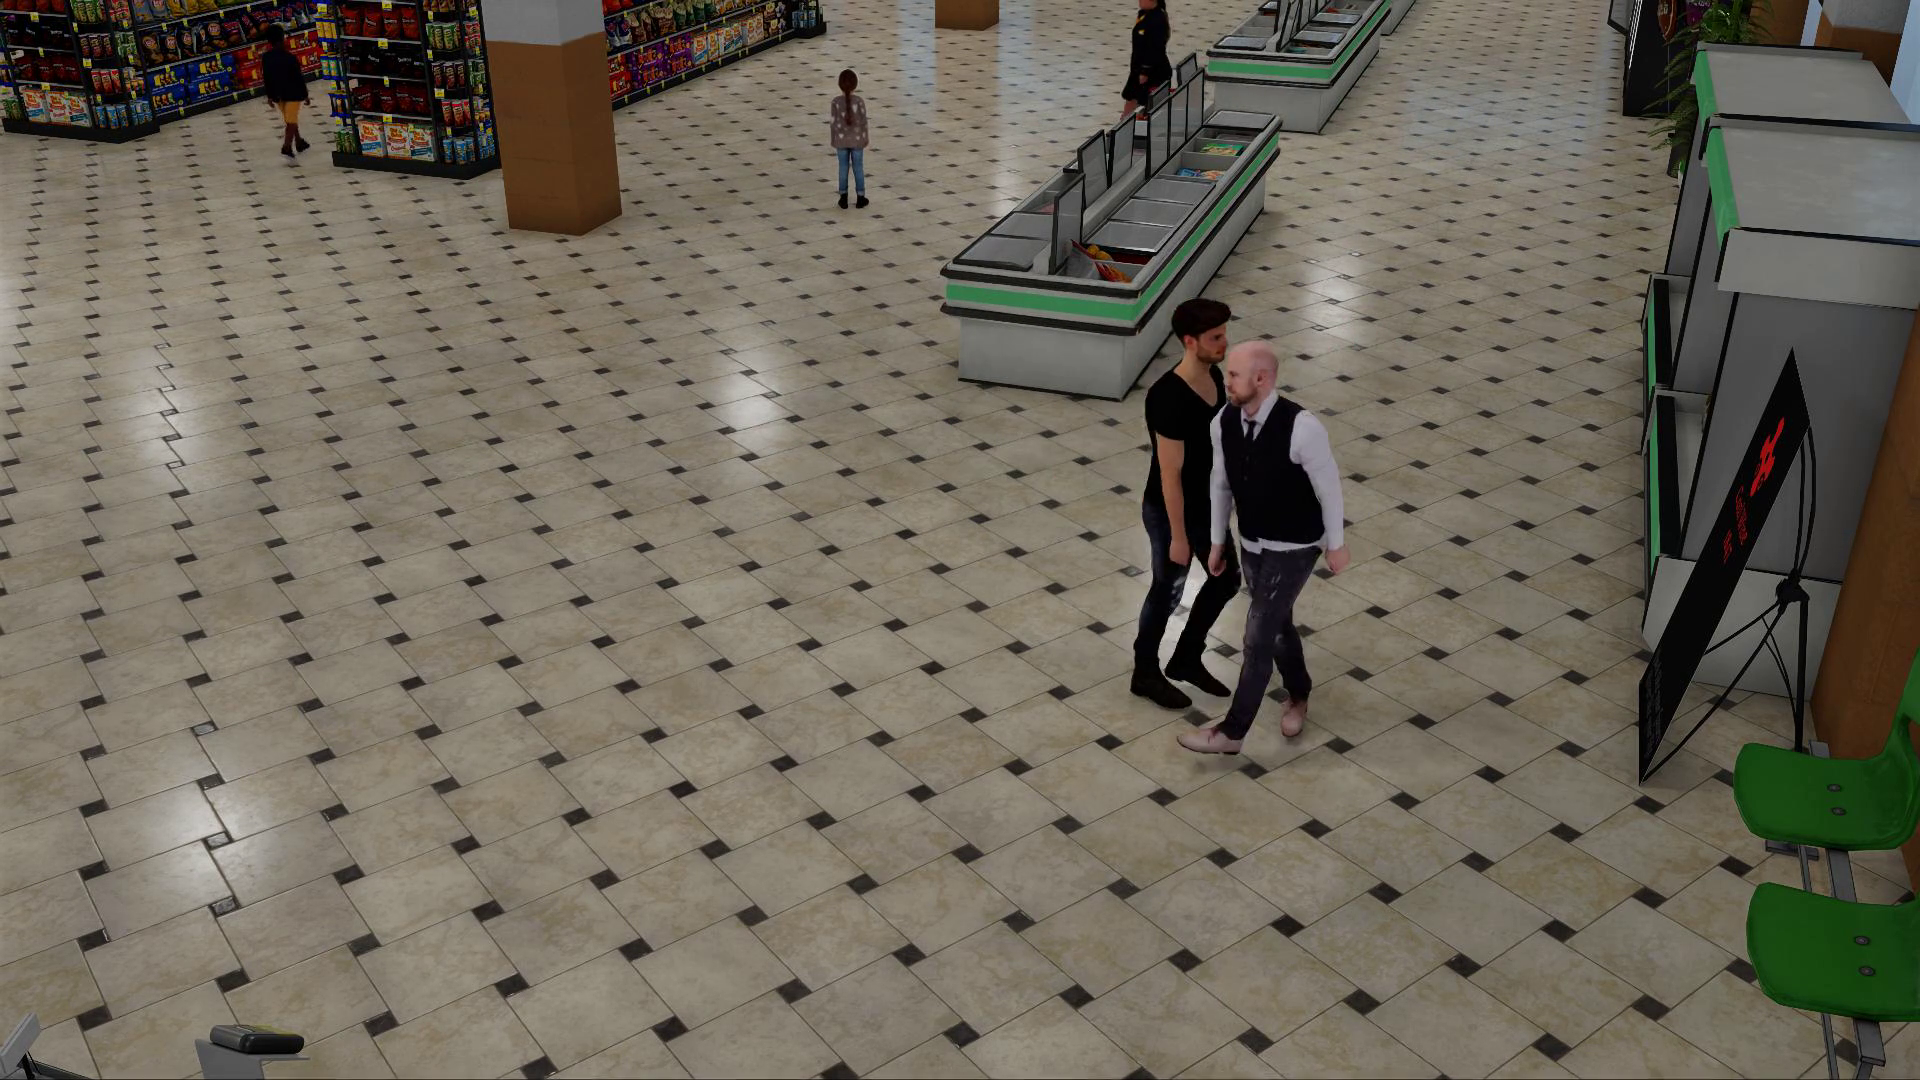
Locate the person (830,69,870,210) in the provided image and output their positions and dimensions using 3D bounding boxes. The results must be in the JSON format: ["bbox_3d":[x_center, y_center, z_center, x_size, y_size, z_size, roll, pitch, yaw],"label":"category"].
[{"bbox_3d":[-0.961,-3.483,14.454,0.538,1.194,0.546,1,27,2],"label":"person"}]

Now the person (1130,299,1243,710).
[{"bbox_3d":[0.877,-0.149,7.120,0.824,1.882,0.677,16,31,29],"label":"person"}]

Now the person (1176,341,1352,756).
[{"bbox_3d":[1.357,0.047,6.854,1.057,1.772,1.172,23,35,38],"label":"person"}]

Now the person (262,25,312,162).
[{"bbox_3d":[-6.471,-4.256,15.918,0.673,1.249,0.930,2,27,4],"label":"person"}]

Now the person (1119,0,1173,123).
[{"bbox_3d":[1.887,-4.419,15.805,1.079,1.641,1.101,-5,27,-9],"label":"person"}]
